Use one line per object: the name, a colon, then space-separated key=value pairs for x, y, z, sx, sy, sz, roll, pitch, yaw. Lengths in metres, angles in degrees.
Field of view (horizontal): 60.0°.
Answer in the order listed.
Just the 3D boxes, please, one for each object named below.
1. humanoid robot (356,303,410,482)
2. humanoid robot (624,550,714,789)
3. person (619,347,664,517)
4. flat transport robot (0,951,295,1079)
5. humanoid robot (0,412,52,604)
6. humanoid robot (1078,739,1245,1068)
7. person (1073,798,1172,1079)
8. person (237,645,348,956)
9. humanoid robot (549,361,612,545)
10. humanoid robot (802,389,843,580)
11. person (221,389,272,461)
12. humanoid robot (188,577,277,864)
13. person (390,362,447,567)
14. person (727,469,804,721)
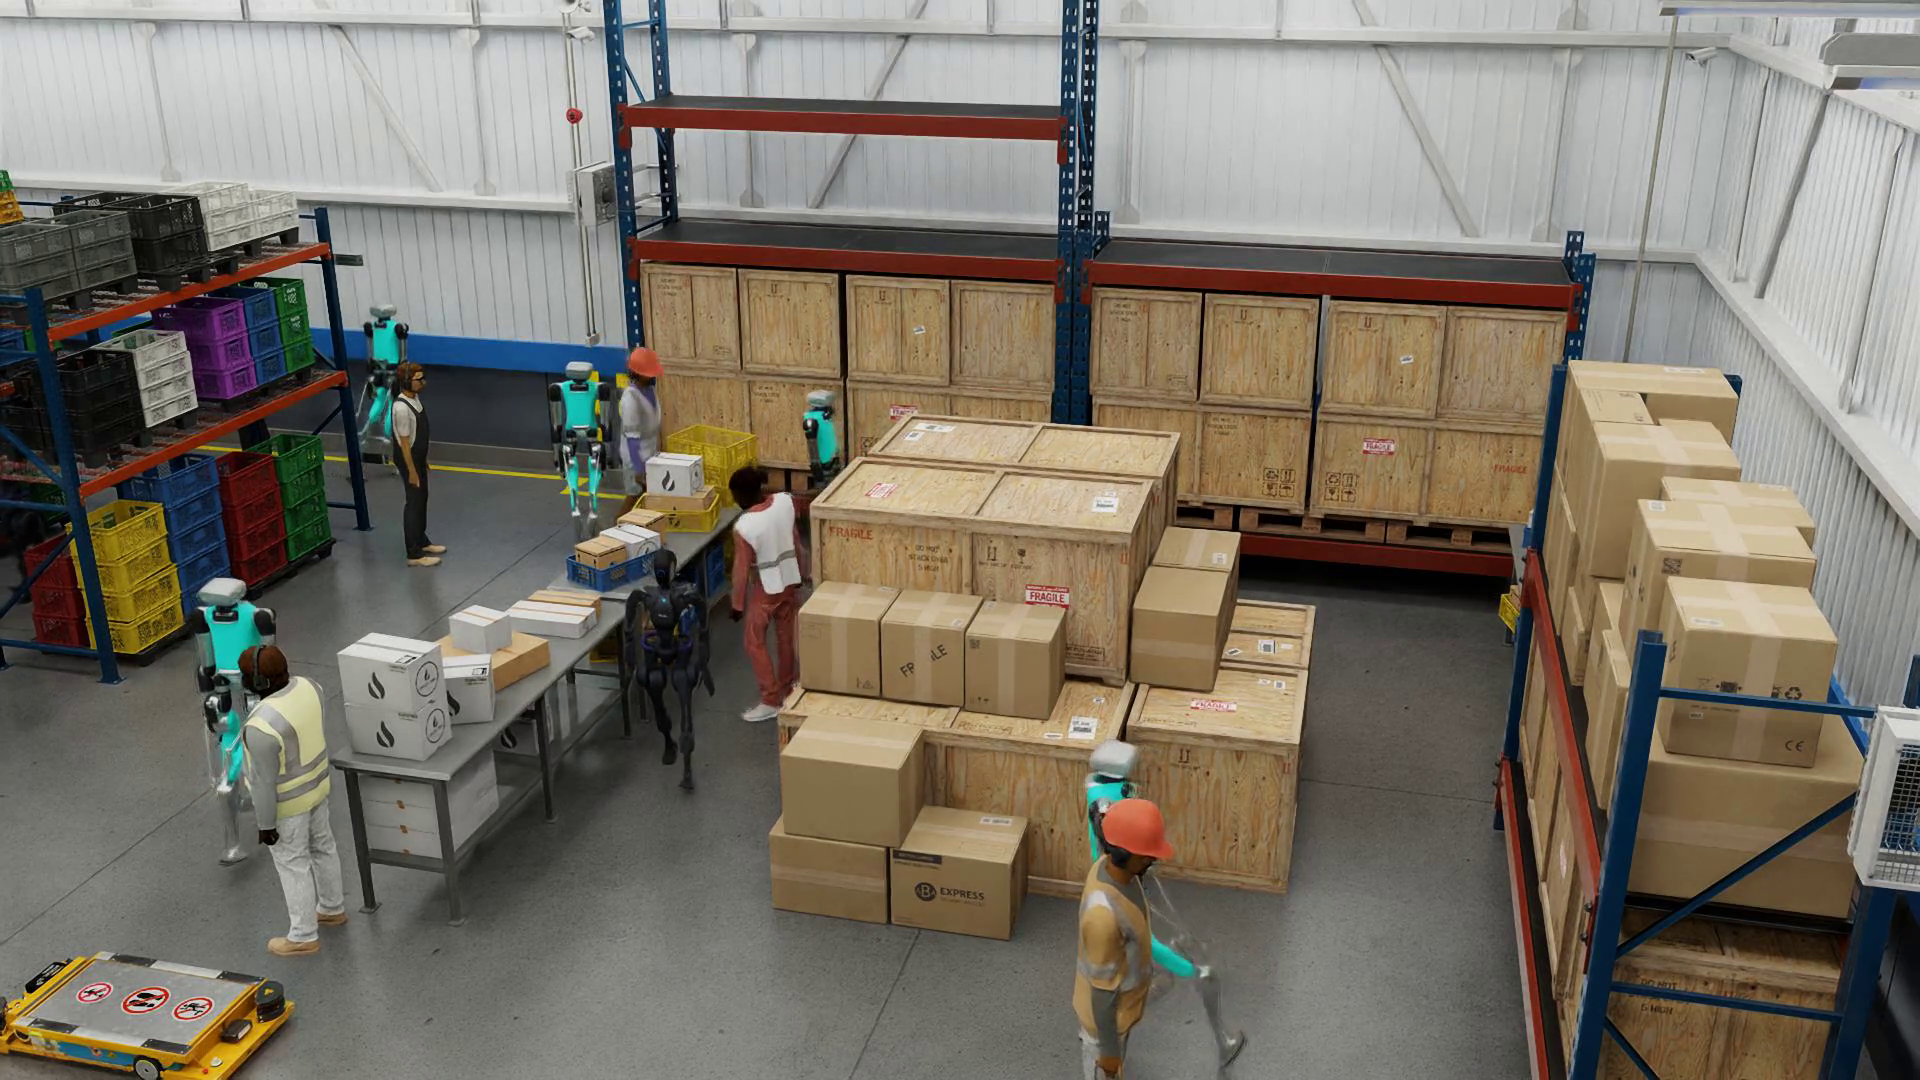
humanoid robot: x=-5.915 y=-1.439 z=16.791 sx=0.547 sy=1.806 sz=0.829 roll=10 pitch=23 yaw=24
humanoid robot: x=-1.931 y=0.829 z=10.943 sx=0.599 sy=1.626 sz=0.767 roll=-1 pitch=21 yaw=-3
person: x=-2.761 y=-0.740 z=14.572 sx=0.825 sy=1.990 sz=0.616 roll=5 pitch=22 yaw=14
flat transport robot: x=-4.270 y=2.464 z=8.601 sx=1.431 sy=0.231 sz=0.659 roll=5 pitch=22 yaw=13
humanoid robot: x=-7.844 y=-0.249 z=13.733 sx=0.593 sy=1.646 sz=0.419 roll=8 pitch=22 yaw=20
humanoid robot: x=1.075 y=1.831 z=8.220 sx=0.972 sy=1.756 sz=0.548 roll=4 pitch=21 yaw=10
person: x=0.693 y=2.034 z=7.252 sx=0.388 sy=2.036 sz=0.604 roll=4 pitch=21 yaw=11
person: x=-3.690 y=1.418 z=9.149 sx=0.429 sy=1.837 sz=0.622 roll=3 pitch=21 yaw=8
humanoid robot: x=-3.311 y=-0.633 z=14.626 sx=0.554 sy=1.789 sz=0.718 roll=-4 pitch=21 yaw=-10
humanoid robot: x=-0.875 y=-0.389 z=14.083 sx=1.018 sy=1.779 sz=0.530 roll=4 pitch=21 yaw=11
person: x=-7.262 y=-1.536 z=16.816 sx=0.329 sy=1.876 sz=0.509 roll=11 pitch=23 yaw=26
humanoid robot: x=-4.426 y=1.164 z=10.020 sx=0.539 sy=1.767 sz=1.046 roll=2 pitch=21 yaw=6
person: x=-4.781 y=-0.668 z=14.604 sx=0.345 sy=1.837 sz=0.500 roll=-2 pitch=21 yaw=-6
person: x=-1.343 y=0.360 z=11.867 sx=0.371 sy=1.875 sz=0.694 roll=15 pitch=26 yaw=35
